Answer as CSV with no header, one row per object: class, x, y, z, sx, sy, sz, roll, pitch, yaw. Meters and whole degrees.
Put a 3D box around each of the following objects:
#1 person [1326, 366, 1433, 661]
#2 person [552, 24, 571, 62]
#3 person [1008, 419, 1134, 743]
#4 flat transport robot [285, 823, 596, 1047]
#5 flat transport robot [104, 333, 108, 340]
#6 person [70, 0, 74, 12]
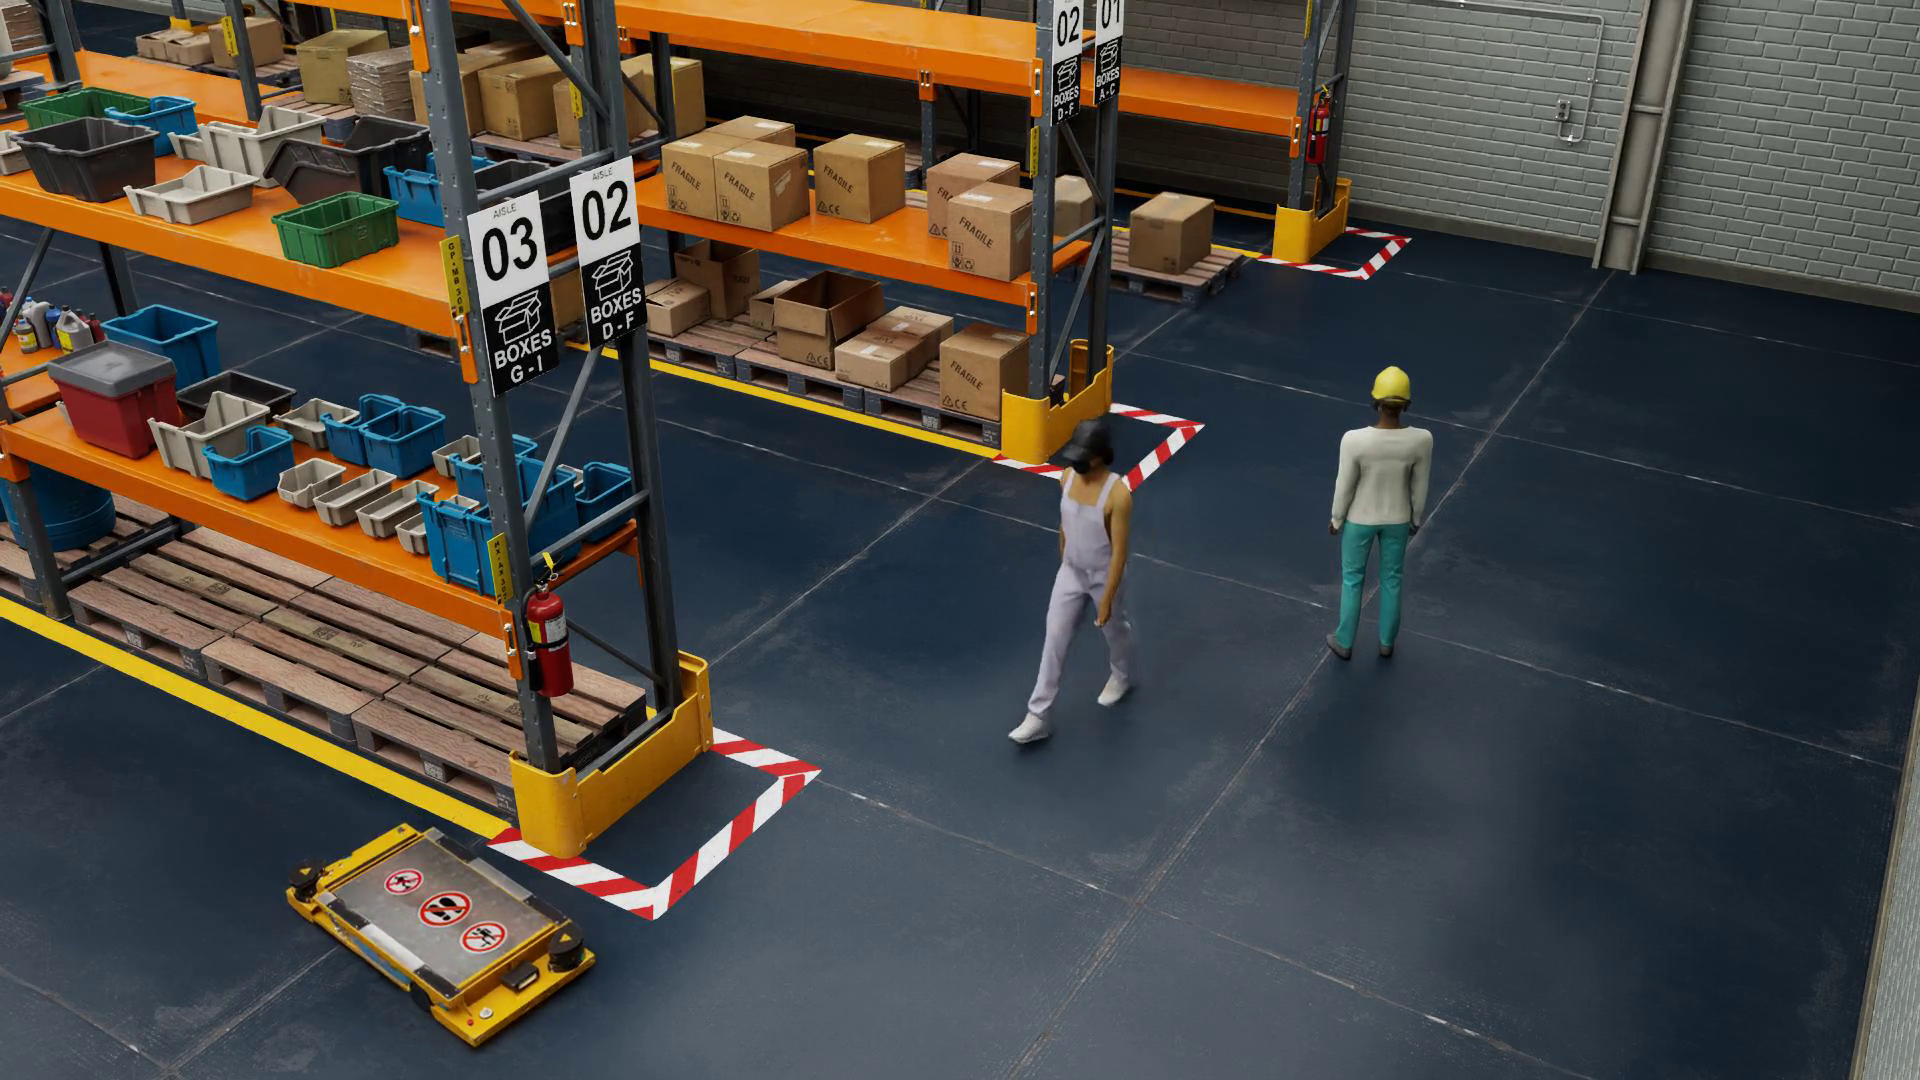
person,2.334,-0.135,9.339,0.530,1.765,0.325,-1,29,-3
person,-3.971,-4.503,17.255,0.579,1.684,0.321,12,31,20
person,0.658,0.199,8.696,0.498,1.807,0.993,22,36,33
flat transport robot,-2.375,1.724,7.539,1.431,0.231,0.659,22,36,34
flat transport robot,-6.566,-1.349,13.055,1.431,0.231,0.659,19,34,30
person,-11.817,-6.977,21.584,0.582,1.808,0.840,-23,37,-35
